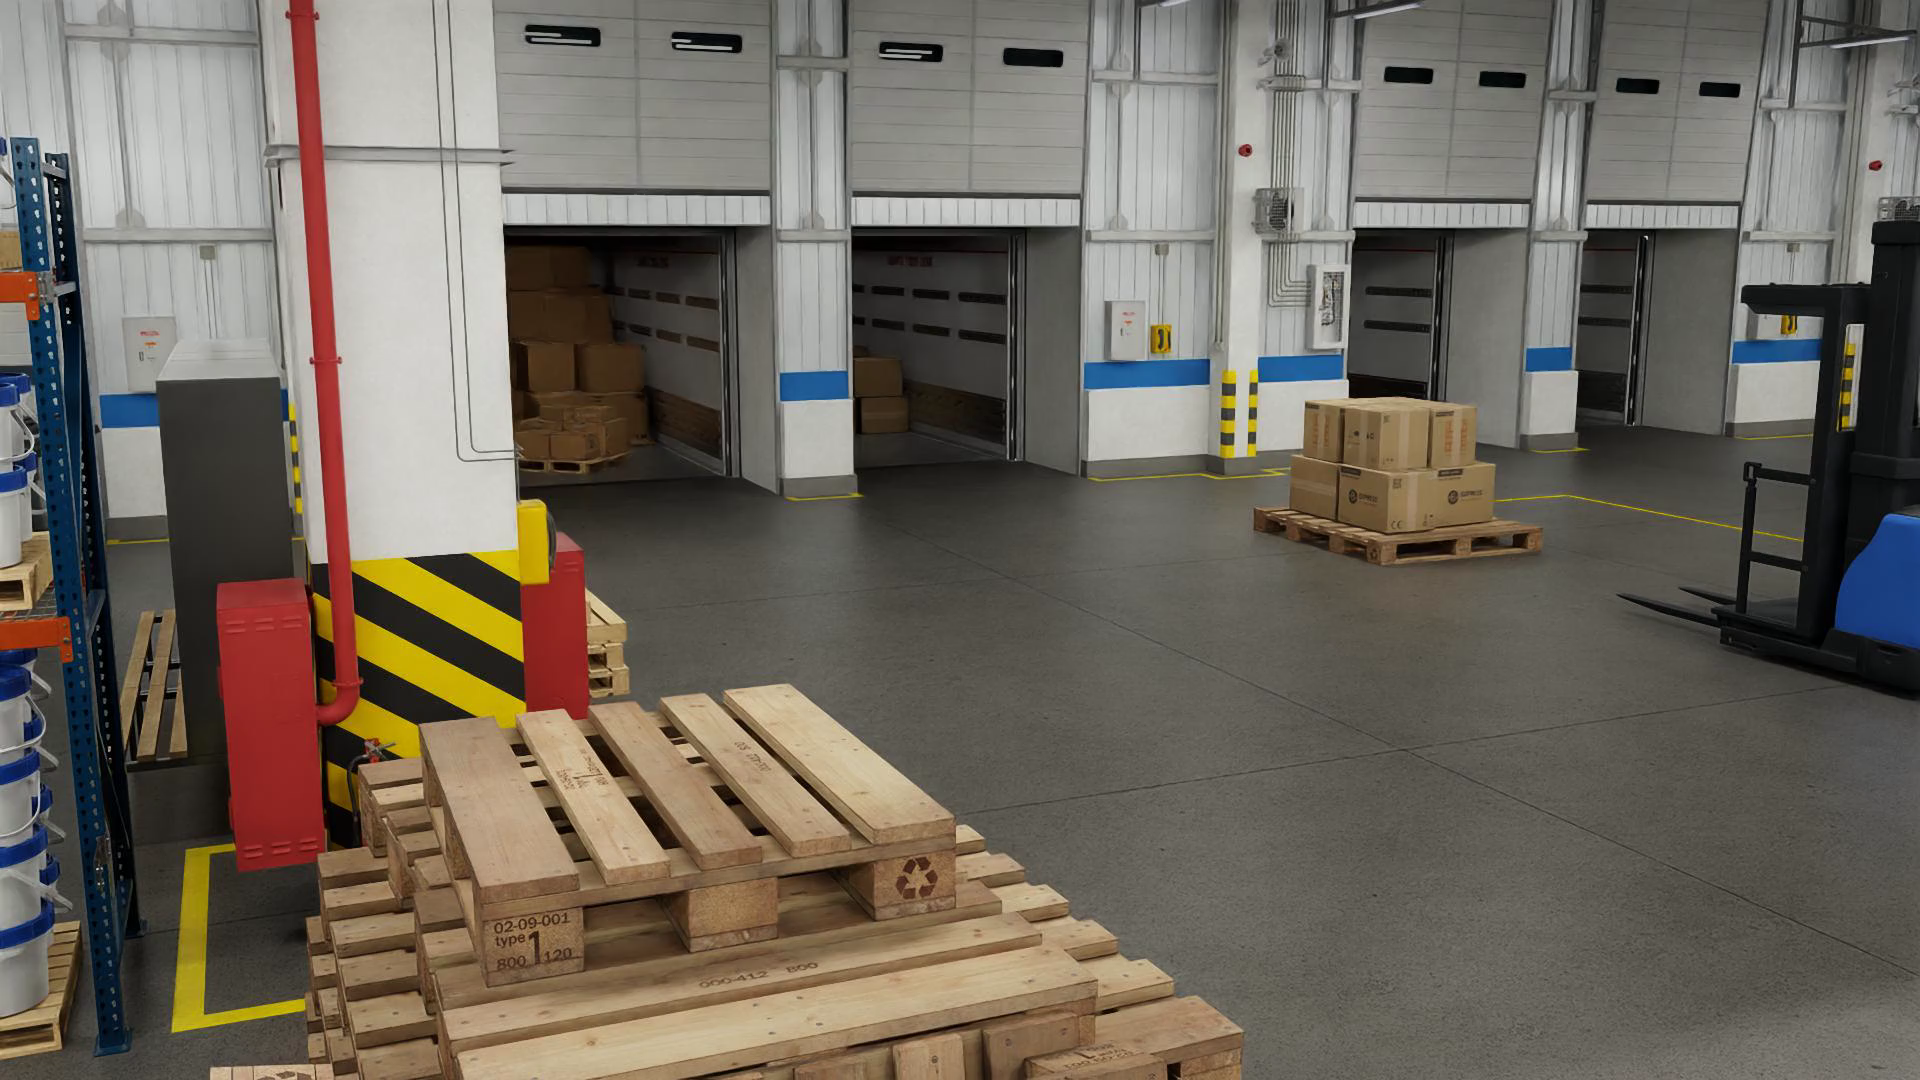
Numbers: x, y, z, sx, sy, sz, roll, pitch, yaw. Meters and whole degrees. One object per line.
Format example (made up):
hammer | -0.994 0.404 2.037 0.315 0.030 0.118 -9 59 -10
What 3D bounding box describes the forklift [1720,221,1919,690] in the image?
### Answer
forklift | 5.949 -0.550 10.218 1.129 2.768 1.873 -4 11 -23
